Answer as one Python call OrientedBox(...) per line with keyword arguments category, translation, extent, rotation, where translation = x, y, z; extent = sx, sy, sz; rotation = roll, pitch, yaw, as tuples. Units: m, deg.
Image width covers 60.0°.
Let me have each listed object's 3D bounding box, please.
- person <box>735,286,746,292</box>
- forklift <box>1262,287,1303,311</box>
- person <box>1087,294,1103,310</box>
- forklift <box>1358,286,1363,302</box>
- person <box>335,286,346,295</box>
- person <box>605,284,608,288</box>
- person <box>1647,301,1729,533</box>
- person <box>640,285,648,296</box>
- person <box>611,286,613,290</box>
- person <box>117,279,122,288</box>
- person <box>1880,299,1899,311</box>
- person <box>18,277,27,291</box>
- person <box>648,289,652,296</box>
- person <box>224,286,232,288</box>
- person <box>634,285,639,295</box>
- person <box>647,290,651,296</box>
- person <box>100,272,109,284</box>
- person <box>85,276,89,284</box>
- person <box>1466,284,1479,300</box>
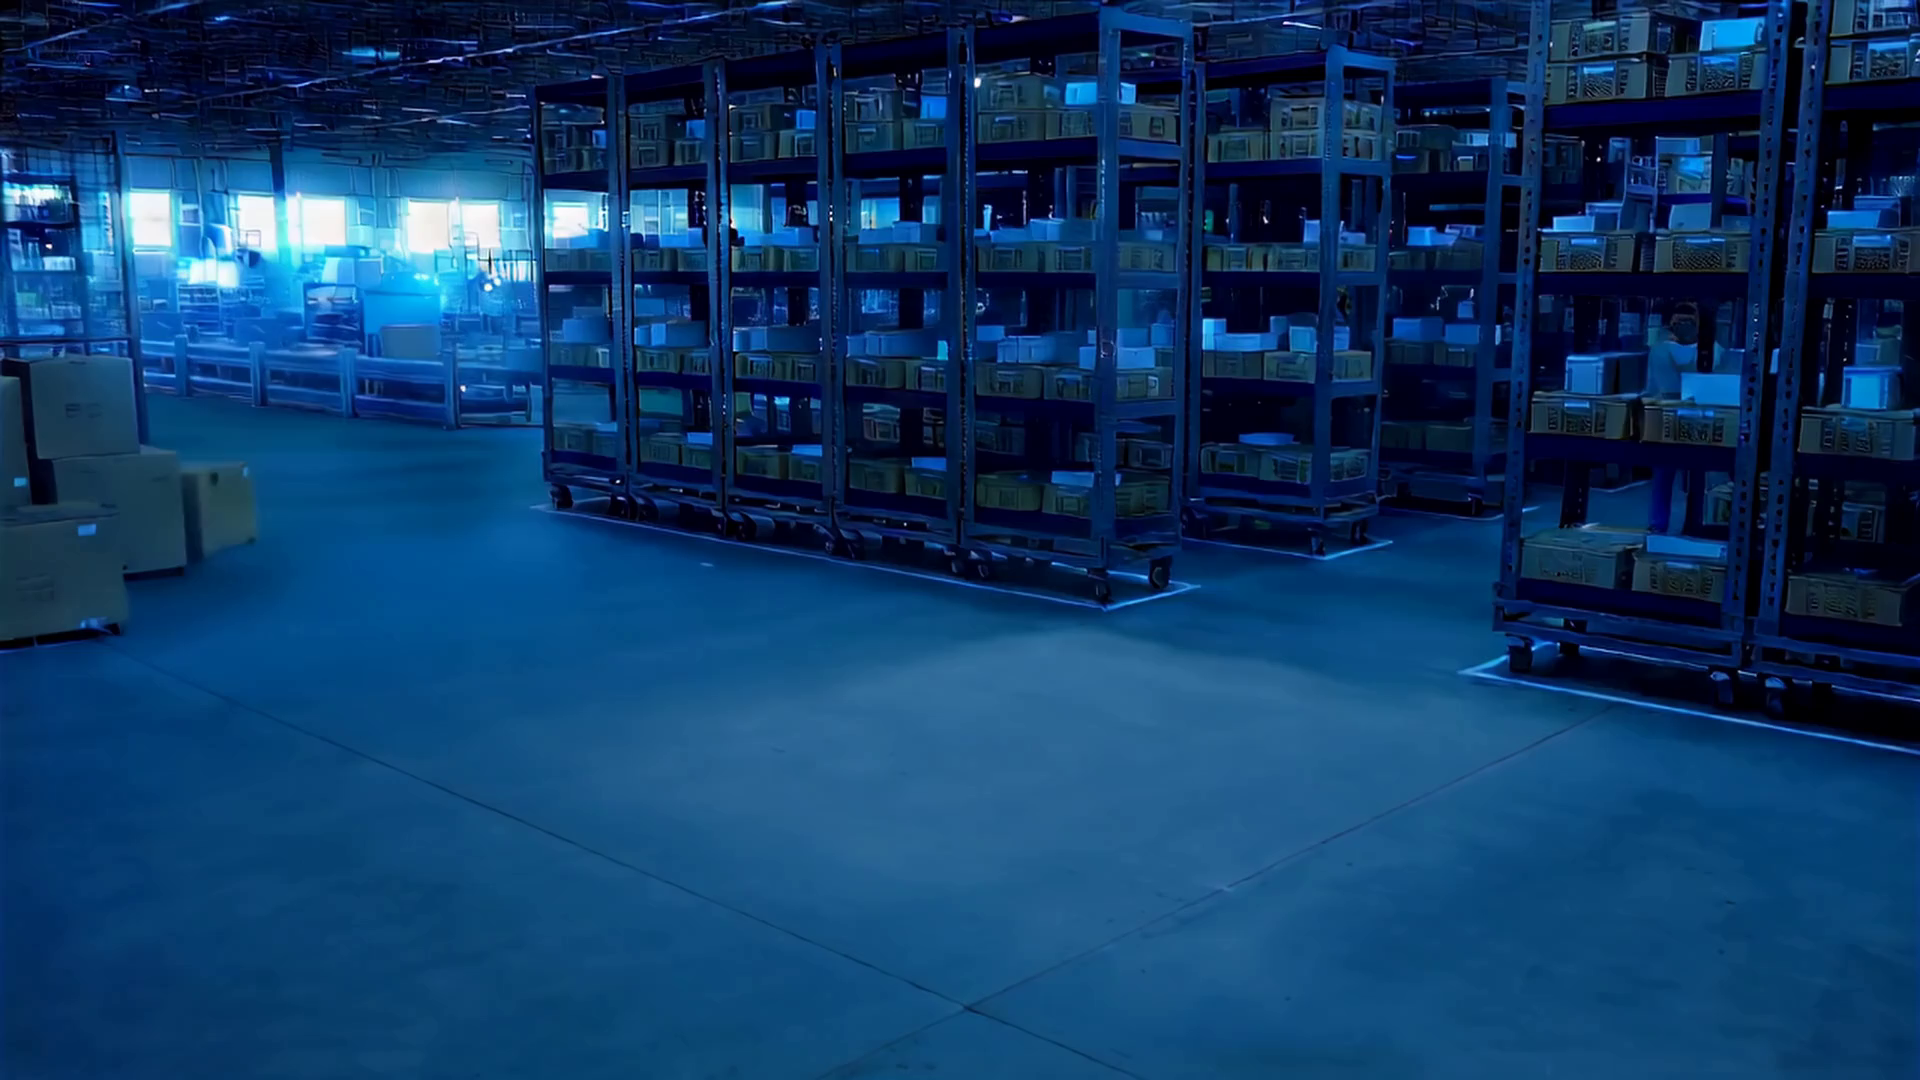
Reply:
OrientedBox(category="person", translation=(-8.631, -9.480, 65.050), extent=(0.551, 1.915, 0.848), rotation=(-1, 9, -8))
OrientedBox(category="forklift", translation=(10.769, -8.203, 54.240), extent=(1.129, 2.768, 1.873), rotation=(8, 12, 42))
OrientedBox(category="person", translation=(2.701, -4.119, 32.633), extent=(0.533, 1.751, 0.487), rotation=(6, 11, 31))
OrientedBox(category="forklift", translation=(11.100, -7.017, 46.970), extent=(1.873, 2.768, 1.129), rotation=(9, 13, 43))
OrientedBox(category="person", translation=(-21.785, -8.394, 58.315), extent=(0.558, 1.921, 0.553), rotation=(6, 11, 35))
OrientedBox(category="person", translation=(-16.116, -11.262, 76.188), extent=(0.580, 1.840, 0.460), rotation=(8, 12, 42))
OrientedBox(category="person", translation=(5.178, -0.782, 11.915), extent=(0.572, 1.840, 0.373), rotation=(9, 13, 44))
OrientedBox(category="person", translation=(-12.733, -9.674, 67.053), extent=(0.309, 1.640, 0.512), rotation=(-2, 10, -14))
OrientedBox(category="person", translation=(-12.774, -8.644, 60.880), extent=(0.849, 1.597, 0.505), rotation=(-2, 10, -15))
OrientedBox(category="person", translation=(-27.643, -7.716, 54.703), extent=(0.512, 1.758, 0.525), rotation=(-5, 10, -28))
OrientedBox(category="person", translation=(15.550, -3.433, 27.835), extent=(0.384, 1.951, 0.605), rotation=(3, 10, 20))
OrientedBox(category="person", translation=(-44.754, -11.908, 79.691), extent=(0.392, 1.986, 0.610), rotation=(8, 13, 42))
OrientedBox(category="person", translation=(-15.159, -12.321, 82.536), extent=(0.651, 1.881, 0.962), rotation=(-4, 10, -24))
OrientedBox(category="person", translation=(-24.517, -8.004, 56.053), extent=(0.910, 1.880, 0.625), rotation=(-8, 12, -40))
OrientedBox(category="person", translation=(-17.728, -13.690, 90.904), extent=(0.865, 1.903, 0.589), rotation=(-7, 12, -38))
OrientedBox(category="person", translation=(-15.582, -12.719, 84.493), extent=(0.689, 2.000, 0.901), rotation=(-8, 12, -41))
OrientedBox(category="person", translation=(-43.555, -12.693, 84.743), extent=(0.592, 1.908, 0.508), rotation=(6, 11, 31))
OrientedBox(category="person", translation=(-39.621, -11.102, 75.230), extent=(0.452, 1.825, 0.638), rotation=(-8, 12, -41))
OrientedBox(category="person", translation=(14.186, -6.285, 45.816), extent=(0.869, 1.802, 0.604), rotation=(7, 12, 37))
